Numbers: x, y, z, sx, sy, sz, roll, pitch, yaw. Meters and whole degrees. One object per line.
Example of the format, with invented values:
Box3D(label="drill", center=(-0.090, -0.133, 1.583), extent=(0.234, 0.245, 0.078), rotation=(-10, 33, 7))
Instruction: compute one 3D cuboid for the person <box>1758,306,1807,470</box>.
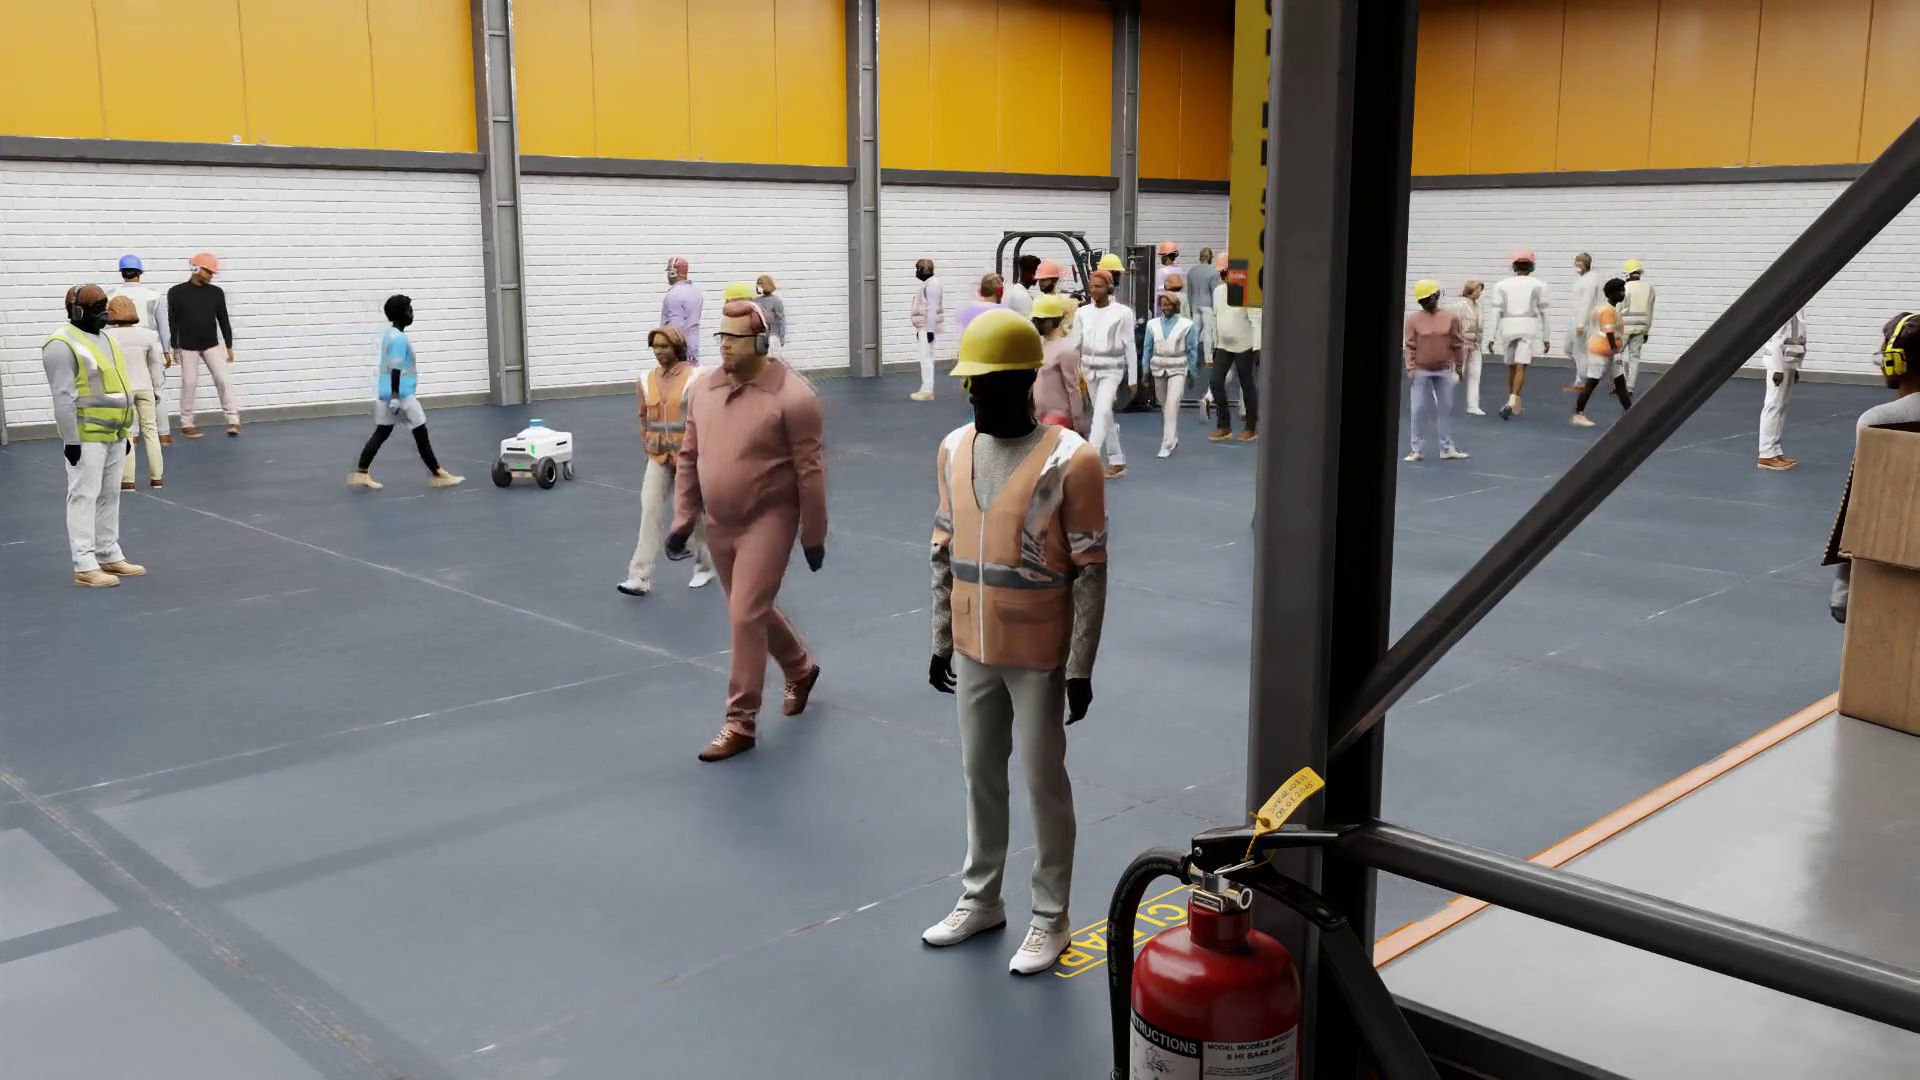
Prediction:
Box3D(label="person", center=(7.566, -1.590, 15.247), extent=(0.361, 1.882, 0.575), rotation=(9, 14, 40))

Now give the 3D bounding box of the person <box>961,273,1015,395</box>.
Box3D(label="person", center=(0.272, -1.506, 15.013), extent=(0.580, 1.804, 0.948), rotation=(9, 14, 41))

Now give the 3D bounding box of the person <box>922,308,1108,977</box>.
Box3D(label="person", center=(0.136, 0.298, 4.829), extent=(0.594, 1.925, 0.378), rotation=(8, 13, 39))

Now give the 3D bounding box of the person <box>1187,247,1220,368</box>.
Box3D(label="person", center=(3.932, -3.728, 26.783), extent=(0.376, 1.933, 0.641), rotation=(-9, 14, -42))

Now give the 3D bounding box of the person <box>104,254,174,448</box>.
Box3D(label="person", center=(-8.270, -1.895, 16.758), extent=(0.602, 1.938, 0.404), rotation=(-4, 11, -22))

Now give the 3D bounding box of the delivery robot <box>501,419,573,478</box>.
Box3D(label="delivery robot", center=(-3.622, -0.791, 14.254), extent=(0.477, 0.478, 0.707), rotation=(3, 11, 15))

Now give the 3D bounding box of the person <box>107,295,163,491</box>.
Box3D(label="person", center=(-6.940, -1.224, 13.923), extent=(0.286, 1.636, 0.498), rotation=(10, 14, 42))

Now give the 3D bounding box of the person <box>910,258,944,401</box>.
Box3D(label="person", center=(-0.429, -2.734, 21.626), extent=(0.429, 1.835, 0.650), rotation=(-1, 10, -7))

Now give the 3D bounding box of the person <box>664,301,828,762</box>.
Box3D(label="person", center=(-0.854, -0.078, 7.048), extent=(0.639, 1.873, 0.899), rotation=(7, 13, 34))

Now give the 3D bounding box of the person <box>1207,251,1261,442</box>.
Box3D(label="person", center=(2.813, -1.977, 17.129), extent=(0.758, 1.952, 0.759), rotation=(-9, 14, -40))

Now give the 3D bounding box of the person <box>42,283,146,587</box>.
Box3D(label="person", center=(-5.286, -0.643, 10.194), extent=(0.430, 1.843, 0.626), rotation=(1, 10, 3))

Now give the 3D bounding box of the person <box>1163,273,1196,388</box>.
Box3D(label="person", center=(2.989, -2.855, 22.853), extent=(0.535, 1.616, 0.506), rotation=(7, 12, 33))

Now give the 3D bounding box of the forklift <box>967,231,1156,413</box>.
Box3D(label="forklift", center=(1.222, -2.721, 20.561), extent=(2.313, 2.155, 1.214), rotation=(2, 11, 13))

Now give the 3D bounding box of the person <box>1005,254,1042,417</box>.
Box3D(label="person", center=(0.702, -2.043, 17.579), extent=(0.779, 1.925, 0.623), rotation=(0, 10, -2))

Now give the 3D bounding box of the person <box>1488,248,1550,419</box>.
Box3D(label="person", center=(6.523, -2.399, 19.417), extent=(0.658, 1.994, 0.979), rotation=(6, 12, 30))

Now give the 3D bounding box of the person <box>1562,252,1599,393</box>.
Box3D(label="person", center=(8.413, -2.938, 22.526), extent=(0.431, 1.912, 0.634), rotation=(2, 11, 8))

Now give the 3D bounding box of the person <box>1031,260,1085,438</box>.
Box3D(label="person", center=(0.921, -1.859, 16.703), extent=(1.006, 1.894, 0.557), rotation=(-8, 13, -37))

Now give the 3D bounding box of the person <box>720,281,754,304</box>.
Box3D(label="person", center=(-1.924, -1.416, 14.689), extent=(0.380, 1.728, 0.500), rotation=(-2, 11, -9))

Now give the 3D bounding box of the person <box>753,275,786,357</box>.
Box3D(label="person", center=(-2.509, -2.628, 21.640), extent=(0.496, 1.619, 0.506), rotation=(-10, 15, -44))

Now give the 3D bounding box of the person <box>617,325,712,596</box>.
Box3D(label="person", center=(-1.713, -0.455, 9.830), extent=(0.520, 1.600, 0.846), rotation=(3, 11, 17))

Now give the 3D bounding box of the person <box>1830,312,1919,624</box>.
Box3D(label="person", center=(3.387, 0.118, 6.003), extent=(0.516, 1.861, 0.322), rotation=(-3, 11, -14))

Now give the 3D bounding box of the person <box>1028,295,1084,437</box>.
Box3D(label="person", center=(0.679, -0.899, 11.947), extent=(0.962, 1.717, 0.520), rotation=(-5, 11, -25))

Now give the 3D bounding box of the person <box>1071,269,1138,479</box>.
Box3D(label="person", center=(1.174, -1.396, 14.311), extent=(0.603, 1.829, 0.996), rotation=(8, 13, 38))

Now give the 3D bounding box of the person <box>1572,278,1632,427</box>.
Box3D(label="person", center=(7.253, -2.057, 18.413), extent=(0.857, 1.656, 0.537), rotation=(7, 12, 33))

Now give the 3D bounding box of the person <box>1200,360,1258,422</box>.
Box3D(label="person", center=(3.097, -2.231, 18.894), extent=(0.840, 1.835, 0.530), rotation=(-7, 13, -34))

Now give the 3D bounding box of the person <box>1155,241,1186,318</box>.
Box3D(label="person", center=(2.964, -3.250, 23.859), extent=(0.378, 2.041, 0.616), rotation=(9, 14, 41))

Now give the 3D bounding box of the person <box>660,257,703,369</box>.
Box3D(label="person", center=(-2.909, -1.975, 17.283), extent=(0.403, 1.906, 0.651), rotation=(3, 11, 14))

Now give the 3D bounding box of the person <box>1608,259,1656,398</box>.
Box3D(label="person", center=(8.785, -2.762, 21.814), extent=(0.605, 1.820, 0.404), rotation=(-1, 10, -8))

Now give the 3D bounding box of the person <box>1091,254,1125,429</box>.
Box3D(label="person", center=(1.608, -2.160, 18.235), extent=(0.388, 1.927, 0.589), rotation=(2, 11, 13))

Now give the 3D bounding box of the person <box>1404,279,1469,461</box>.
Box3D(label="person", center=(4.522, -1.585, 15.670), extent=(0.706, 1.724, 0.376), rotation=(0, 10, 1))

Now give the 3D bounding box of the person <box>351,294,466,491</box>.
Box3D(label="person", center=(-4.680, -1.221, 13.878), extent=(0.912, 1.645, 0.546), rotation=(-5, 12, -26))

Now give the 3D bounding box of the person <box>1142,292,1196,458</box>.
Box3D(label="person", center=(2.052, -1.632, 16.283), extent=(0.516, 1.598, 0.878), rotation=(5, 12, 27))

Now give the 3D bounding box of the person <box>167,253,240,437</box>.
Box3D(label="person", center=(-7.989, -2.046, 17.567), extent=(0.606, 1.954, 0.649), rotation=(10, 14, 44))

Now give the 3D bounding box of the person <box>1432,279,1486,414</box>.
Box3D(label="person", center=(6.051, -2.322, 20.005), extent=(0.524, 1.617, 0.651), rotation=(-6, 12, -30))
